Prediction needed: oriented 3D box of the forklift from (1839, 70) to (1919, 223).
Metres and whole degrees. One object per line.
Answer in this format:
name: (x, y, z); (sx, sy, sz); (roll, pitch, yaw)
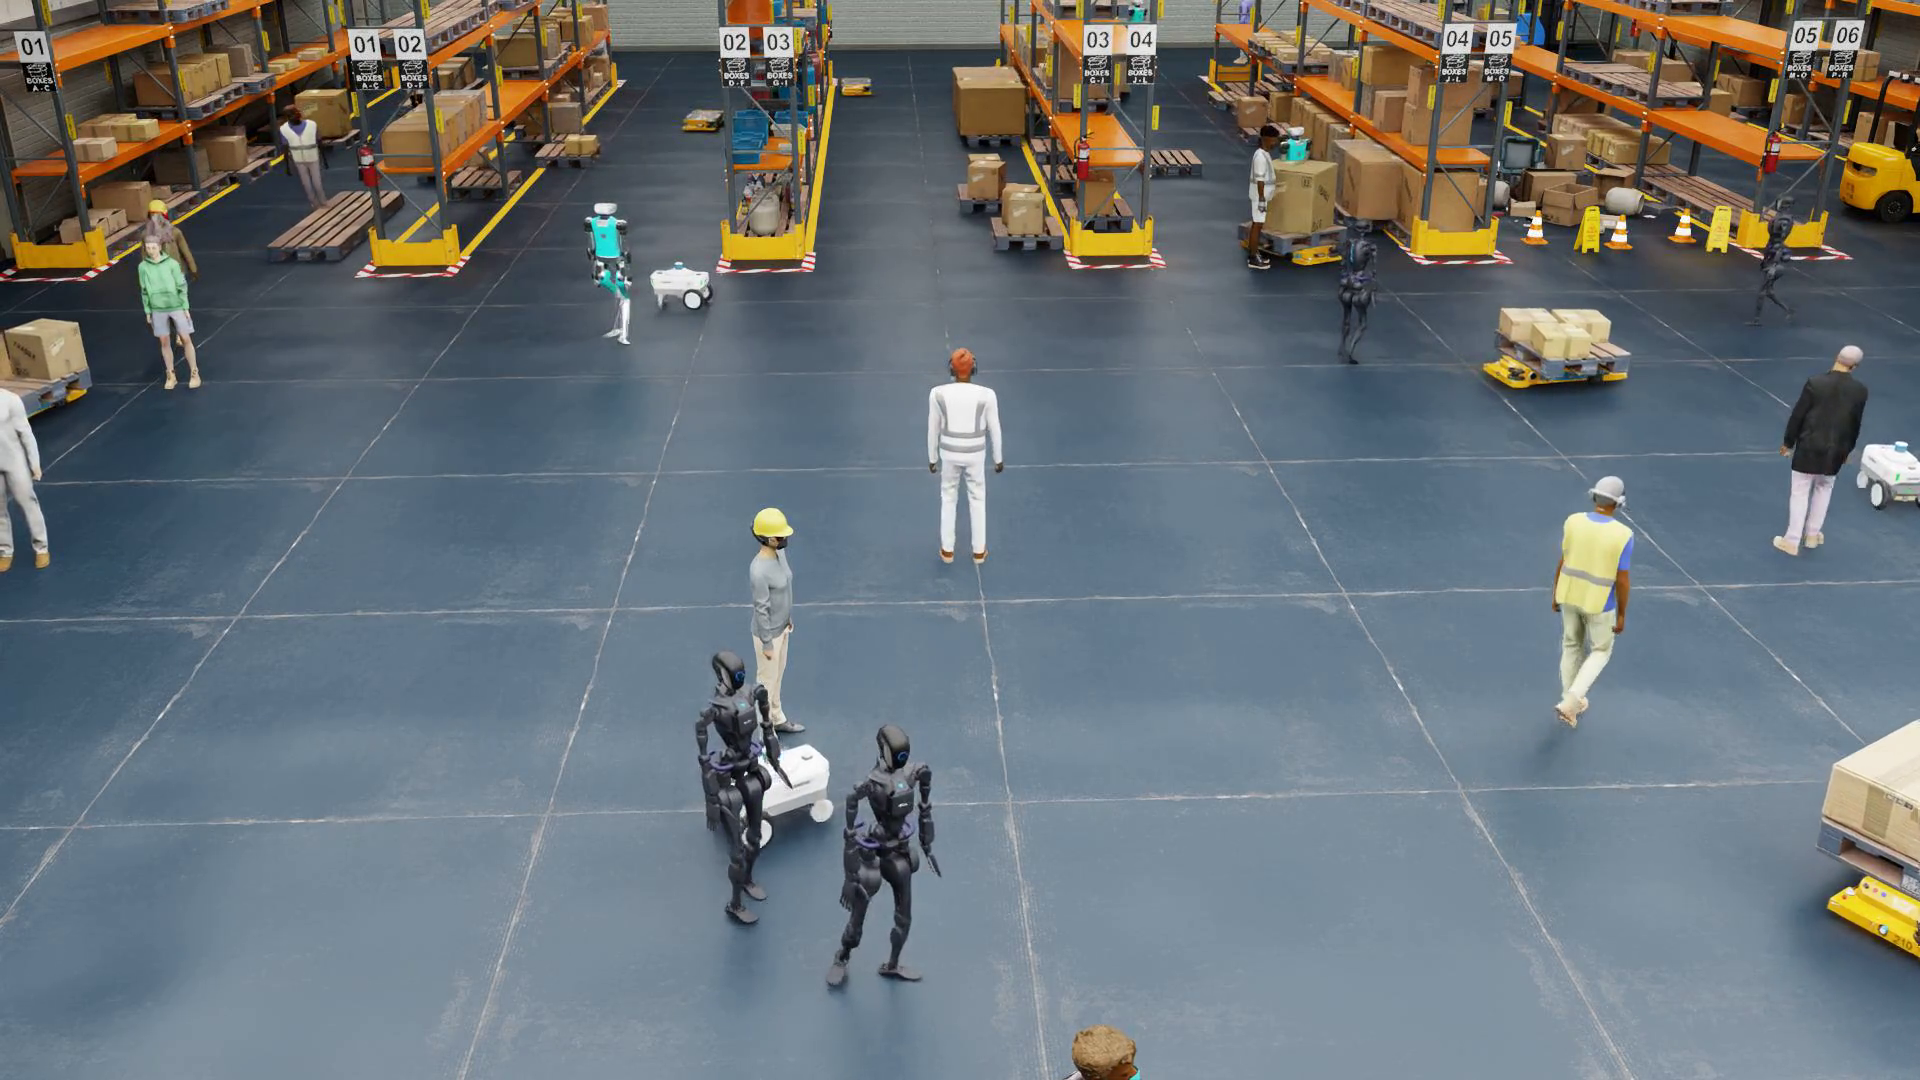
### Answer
forklift: (15.132, -6.143, 25.915); (2.313, 2.155, 1.214); (-1, 24, -2)

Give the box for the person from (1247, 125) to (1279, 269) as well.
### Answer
person: (4.202, -4.782, 23.138); (0.368, 1.962, 0.602); (4, 24, 9)

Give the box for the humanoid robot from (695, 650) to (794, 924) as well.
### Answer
humanoid robot: (-1.224, 1.396, 9.606); (0.429, 1.654, 0.602); (20, 31, 38)

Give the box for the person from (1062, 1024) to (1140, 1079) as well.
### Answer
person: (0.511, 2.664, 6.462); (0.375, 1.916, 0.498); (2, 24, 3)

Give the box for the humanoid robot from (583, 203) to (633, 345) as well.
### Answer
humanoid robot: (-4.088, -3.221, 19.894); (0.599, 1.765, 0.881); (5, 25, 11)

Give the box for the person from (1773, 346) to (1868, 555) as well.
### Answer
person: (7.402, -0.763, 14.279); (0.593, 1.820, 0.443); (1, 24, 3)

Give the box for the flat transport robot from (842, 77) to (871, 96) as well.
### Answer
flat transport robot: (-2.321, -10.190, 37.369); (0.659, 0.231, 1.431); (-1, 24, -2)

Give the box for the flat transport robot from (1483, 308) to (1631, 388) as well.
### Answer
flat transport robot: (6.754, -1.950, 18.854); (1.431, 0.231, 0.659); (-5, 25, -12)

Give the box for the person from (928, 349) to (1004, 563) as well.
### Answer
person: (0.042, -0.700, 14.059); (0.618, 1.879, 0.344); (2, 24, 5)

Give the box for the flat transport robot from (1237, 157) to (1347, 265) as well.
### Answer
flat transport robot: (4.752, -4.218, 23.949); (0.659, 0.231, 1.431); (-14, 28, -29)

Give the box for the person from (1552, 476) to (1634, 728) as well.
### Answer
person: (4.329, 0.451, 11.491); (0.521, 1.876, 0.573); (21, 31, 38)

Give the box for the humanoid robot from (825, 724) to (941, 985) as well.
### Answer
humanoid robot: (-0.435, 1.684, 8.964); (0.612, 1.648, 0.464); (-16, 28, -31)

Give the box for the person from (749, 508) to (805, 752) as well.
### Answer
person: (-1.253, 0.604, 11.274); (0.306, 1.768, 0.523); (4, 24, 9)

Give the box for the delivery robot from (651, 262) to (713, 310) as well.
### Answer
delivery robot: (-3.593, -3.283, 21.499); (0.767, 0.595, 0.521); (4, 24, 8)

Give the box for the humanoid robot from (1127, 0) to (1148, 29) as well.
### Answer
humanoid robot: (4.015, -11.797, 39.307); (0.549, 1.896, 0.716); (-16, 29, -32)

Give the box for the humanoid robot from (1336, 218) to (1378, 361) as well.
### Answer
humanoid robot: (4.572, -2.901, 19.262); (0.392, 1.654, 0.600); (-15, 28, -31)

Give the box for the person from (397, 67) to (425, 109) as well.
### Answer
person: (-10.973, -9.167, 33.324); (0.546, 1.678, 0.486); (-1, 24, -3)

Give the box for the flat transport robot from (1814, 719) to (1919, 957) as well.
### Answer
flat transport robot: (5.869, 2.045, 9.877); (1.431, 0.231, 0.659); (-15, 28, -31)

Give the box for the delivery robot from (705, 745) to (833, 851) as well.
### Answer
delivery robot: (-1.197, 1.583, 10.554); (0.785, 0.587, 0.499); (-15, 28, -30)

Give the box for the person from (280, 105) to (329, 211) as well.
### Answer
person: (-10.089, -5.815, 25.655); (0.599, 1.795, 0.591); (-5, 24, -11)

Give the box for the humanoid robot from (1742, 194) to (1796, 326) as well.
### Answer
humanoid robot: (10.114, -3.435, 20.481); (0.622, 1.640, 0.588); (5, 24, 11)

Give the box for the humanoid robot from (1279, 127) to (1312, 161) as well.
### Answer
humanoid robot: (4.698, -5.147, 24.166); (0.543, 1.749, 0.683); (-12, 27, -25)

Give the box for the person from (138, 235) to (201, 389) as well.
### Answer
person: (-8.726, -2.514, 18.322); (0.464, 1.732, 0.326); (-6, 25, -12)

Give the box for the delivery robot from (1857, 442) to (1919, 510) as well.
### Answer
delivery robot: (8.717, -0.611, 15.493); (0.499, 0.594, 0.778); (1, 24, 2)

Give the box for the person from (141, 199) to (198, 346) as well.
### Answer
person: (-9.450, -3.200, 19.883); (0.564, 1.725, 0.897); (-6, 25, -13)

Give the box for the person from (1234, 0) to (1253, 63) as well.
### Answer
person: (7.065, -12.756, 41.254); (0.396, 1.799, 0.584); (11, 26, 23)

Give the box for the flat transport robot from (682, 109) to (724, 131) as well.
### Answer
flat transport robot: (-5.127, -8.422, 33.397); (0.659, 0.231, 1.431); (1, 24, 1)

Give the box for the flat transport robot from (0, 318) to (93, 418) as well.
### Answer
flat transport robot: (-10.082, -1.435, 17.697); (0.659, 0.231, 1.431); (6, 25, 12)

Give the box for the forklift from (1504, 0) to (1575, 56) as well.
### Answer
forklift: (14.700, -13.805, 42.301); (1.873, 2.768, 1.129); (-1, 24, -2)

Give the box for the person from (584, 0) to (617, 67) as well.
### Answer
person: (-8.828, -12.453, 40.512); (0.695, 1.838, 0.517); (5, 24, 11)

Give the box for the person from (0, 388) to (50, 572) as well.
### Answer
person: (-8.027, -0.643, 13.934); (0.574, 1.889, 0.387); (-6, 25, -13)
